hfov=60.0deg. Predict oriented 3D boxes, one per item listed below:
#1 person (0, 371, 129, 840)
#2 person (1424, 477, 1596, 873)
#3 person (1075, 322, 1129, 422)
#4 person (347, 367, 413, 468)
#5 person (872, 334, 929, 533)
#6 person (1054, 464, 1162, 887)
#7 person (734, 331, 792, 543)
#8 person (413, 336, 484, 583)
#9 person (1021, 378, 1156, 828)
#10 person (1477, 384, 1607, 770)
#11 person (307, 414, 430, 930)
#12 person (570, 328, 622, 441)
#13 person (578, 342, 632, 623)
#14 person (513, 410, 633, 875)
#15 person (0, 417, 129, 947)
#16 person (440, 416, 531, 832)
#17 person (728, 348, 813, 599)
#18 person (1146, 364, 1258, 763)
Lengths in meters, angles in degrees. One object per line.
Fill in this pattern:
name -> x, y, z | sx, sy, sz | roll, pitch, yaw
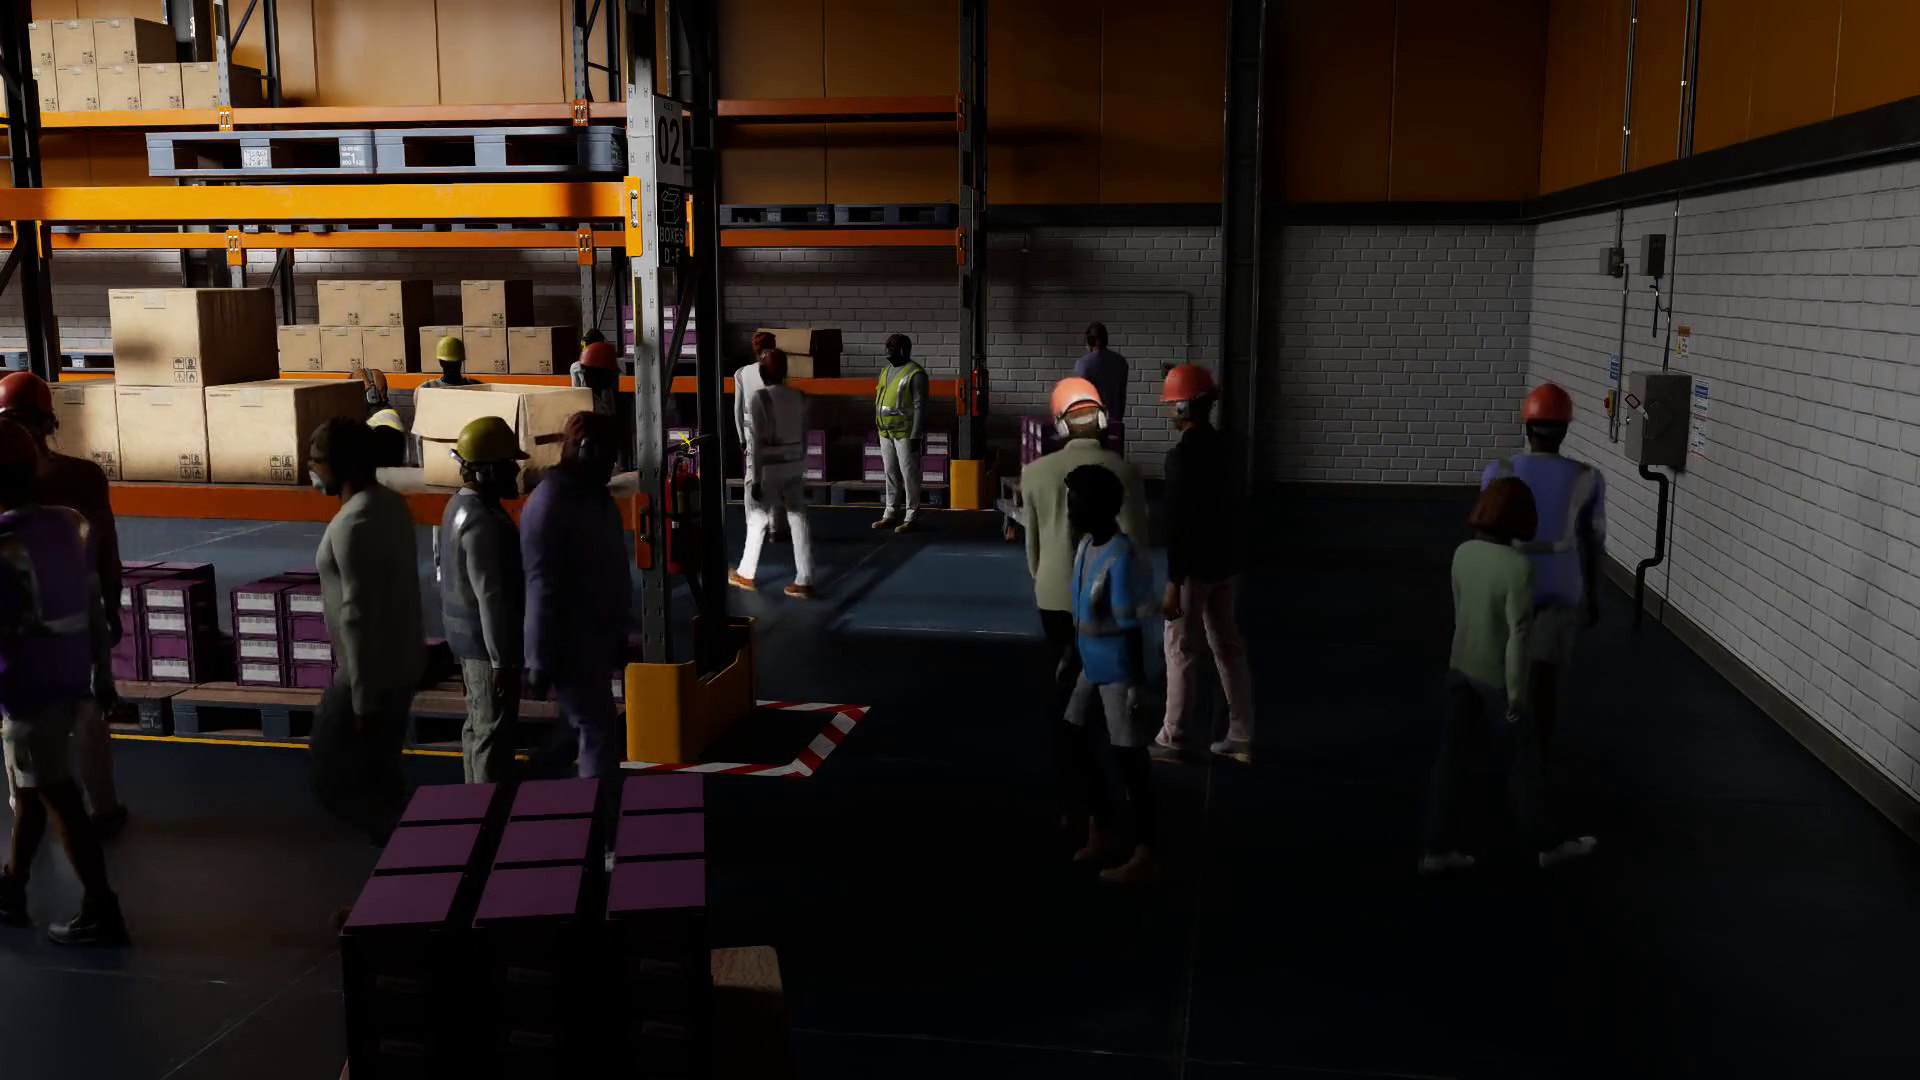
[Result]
person -> -3.863, 0.290, 7.022 | 0.608, 1.996, 0.375 | -4, 10, -22
person -> 2.194, 0.545, 6.645 | 0.666, 1.610, 0.519 | -3, 10, -20
person -> 1.321, -1.103, 15.856 | 0.627, 1.935, 0.371 | -7, 11, -37
person -> -3.549, -0.134, 10.167 | 0.428, 1.836, 0.625 | -4, 10, -23
person -> -0.568, -0.987, 15.429 | 0.429, 1.844, 0.627 | -8, 12, -41
person -> 0.600, 0.528, 6.602 | 0.400, 1.666, 0.544 | -3, 9, -15
person -> -1.735, -0.913, 14.844 | 0.583, 1.881, 0.350 | 5, 10, 28
person -> -3.918, -0.620, 12.926 | 0.581, 1.919, 0.393 | -6, 11, -32
person -> 0.599, 0.255, 7.427 | 0.657, 1.934, 0.916 | 4, 10, 25
person -> 2.712, 0.217, 7.796 | 0.573, 1.883, 0.986 | 3, 10, 18
person -> -2.132, 0.503, 5.977 | 0.437, 1.913, 0.627 | -1, 9, -4
person -> -3.578, -1.141, 16.341 | 0.503, 1.861, 0.328 | -5, 11, -29
person -> -2.473, -0.388, 11.423 | 0.362, 1.934, 0.543 | -3, 10, -18
person -> -1.594, 0.400, 6.769 | 0.832, 1.865, 0.706 | 1, 9, 9
person -> -3.395, 0.517, 5.891 | 0.887, 1.900, 0.581 | 1, 9, 9
person -> -1.893, 0.411, 6.780 | 0.404, 1.832, 0.600 | -4, 10, -24
person -> -1.408, -0.506, 12.432 | 0.606, 1.839, 0.922 | -8, 12, -42
person -> 1.181, 0.147, 8.111 | 0.723, 1.980, 0.663 | 7, 12, 38
